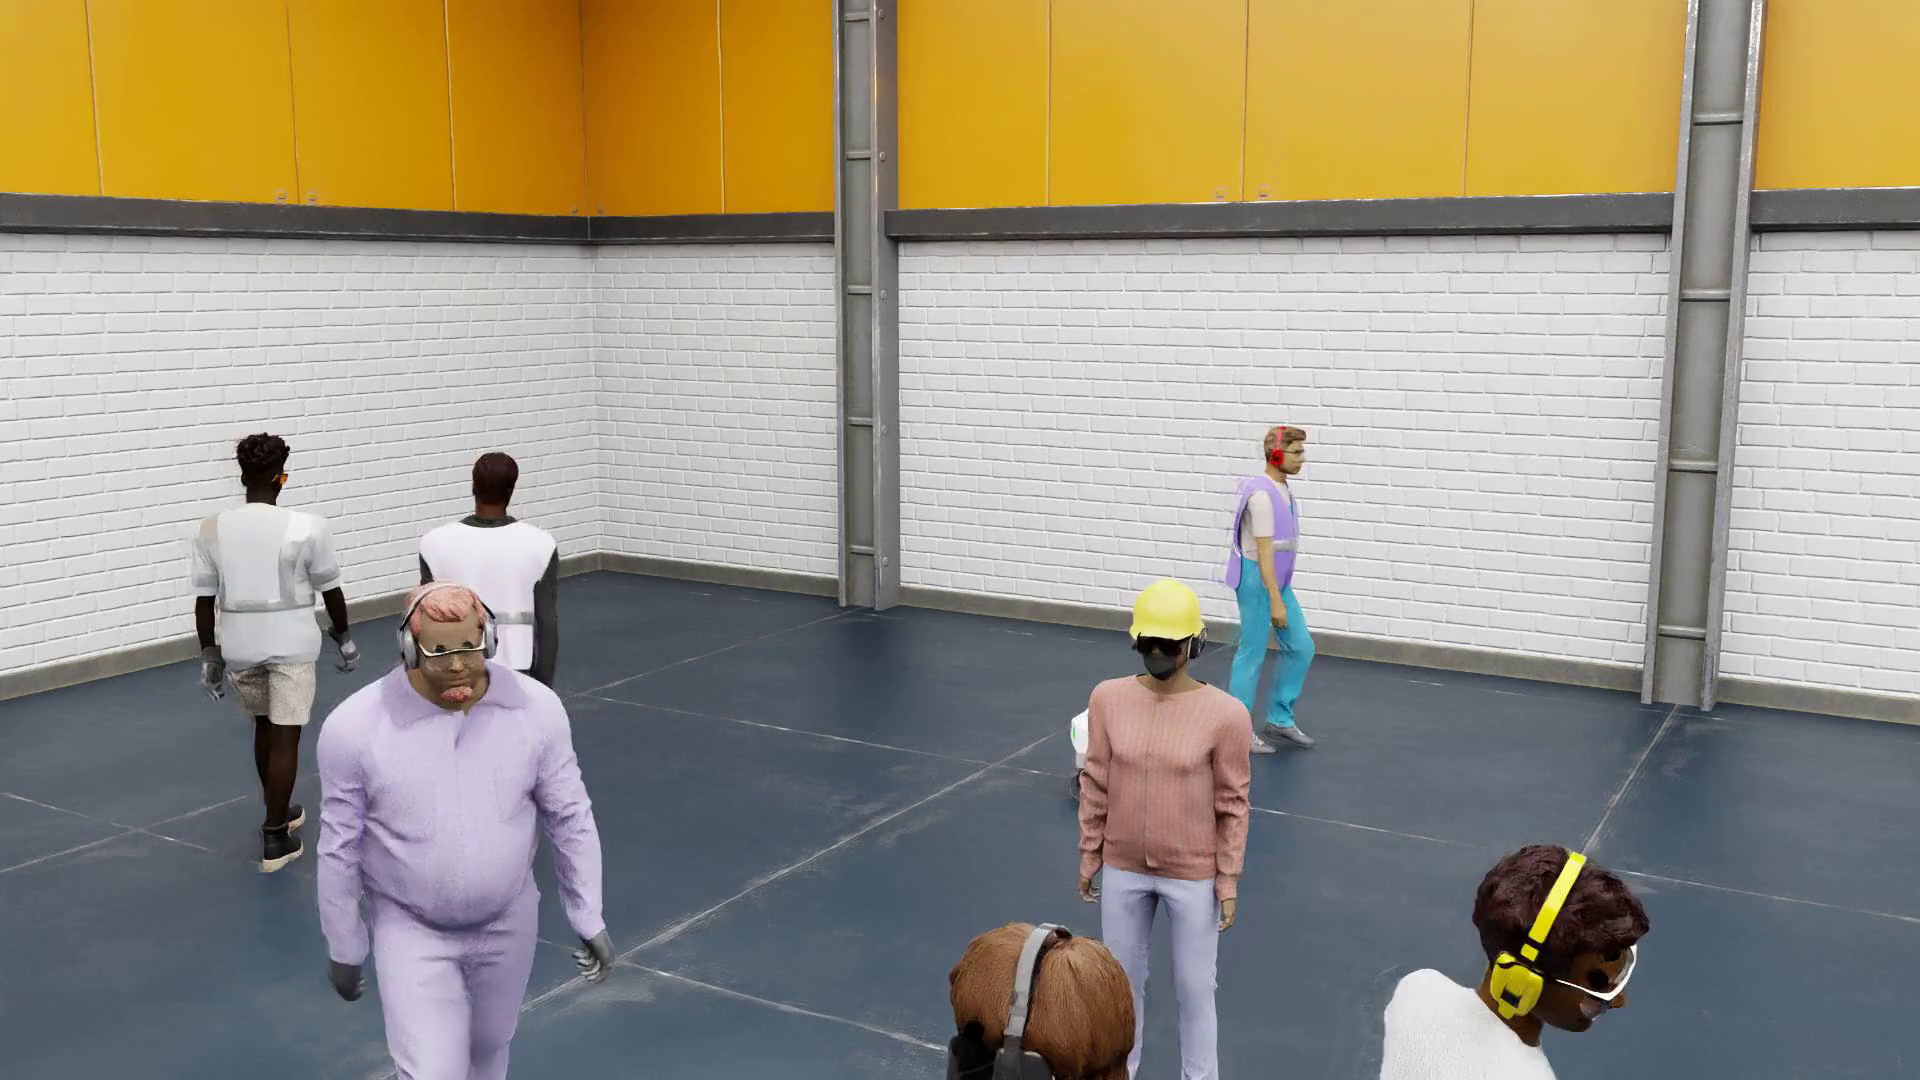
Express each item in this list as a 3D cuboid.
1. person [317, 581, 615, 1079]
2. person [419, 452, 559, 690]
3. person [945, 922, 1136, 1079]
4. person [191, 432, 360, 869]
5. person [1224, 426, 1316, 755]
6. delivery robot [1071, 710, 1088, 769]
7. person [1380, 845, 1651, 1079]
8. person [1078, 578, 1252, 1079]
[{"bbox_3d":[-1.269,1.025,4.335,0.679,1.863,0.810,-6,11,-35],"label":"person"},{"bbox_3d":[-2.009,0.575,7.157,0.595,1.889,0.771,-3,10,-18],"label":"person"},{"bbox_3d":[0.115,1.393,2.206,0.453,1.821,0.644,3,10,17],"label":"person"},{"bbox_3d":[-3.093,0.472,7.602,0.609,1.926,0.793,0,9,2],"label":"person"},{"bbox_3d":[1.741,0.291,9.094,0.613,1.824,0.592,5,10,28],"label":"person"},{"bbox_3d":[0.920,1.002,8.300,0.707,0.478,0.477,4,10,26],"label":"delivery robot"},{"bbox_3d":[0.765,1.317,2.674,0.389,1.825,0.670,-2,9,-14],"label":"person"},{"bbox_3d":[0.595,0.981,4.953,0.524,1.769,0.309,4,10,24],"label":"person"}]
